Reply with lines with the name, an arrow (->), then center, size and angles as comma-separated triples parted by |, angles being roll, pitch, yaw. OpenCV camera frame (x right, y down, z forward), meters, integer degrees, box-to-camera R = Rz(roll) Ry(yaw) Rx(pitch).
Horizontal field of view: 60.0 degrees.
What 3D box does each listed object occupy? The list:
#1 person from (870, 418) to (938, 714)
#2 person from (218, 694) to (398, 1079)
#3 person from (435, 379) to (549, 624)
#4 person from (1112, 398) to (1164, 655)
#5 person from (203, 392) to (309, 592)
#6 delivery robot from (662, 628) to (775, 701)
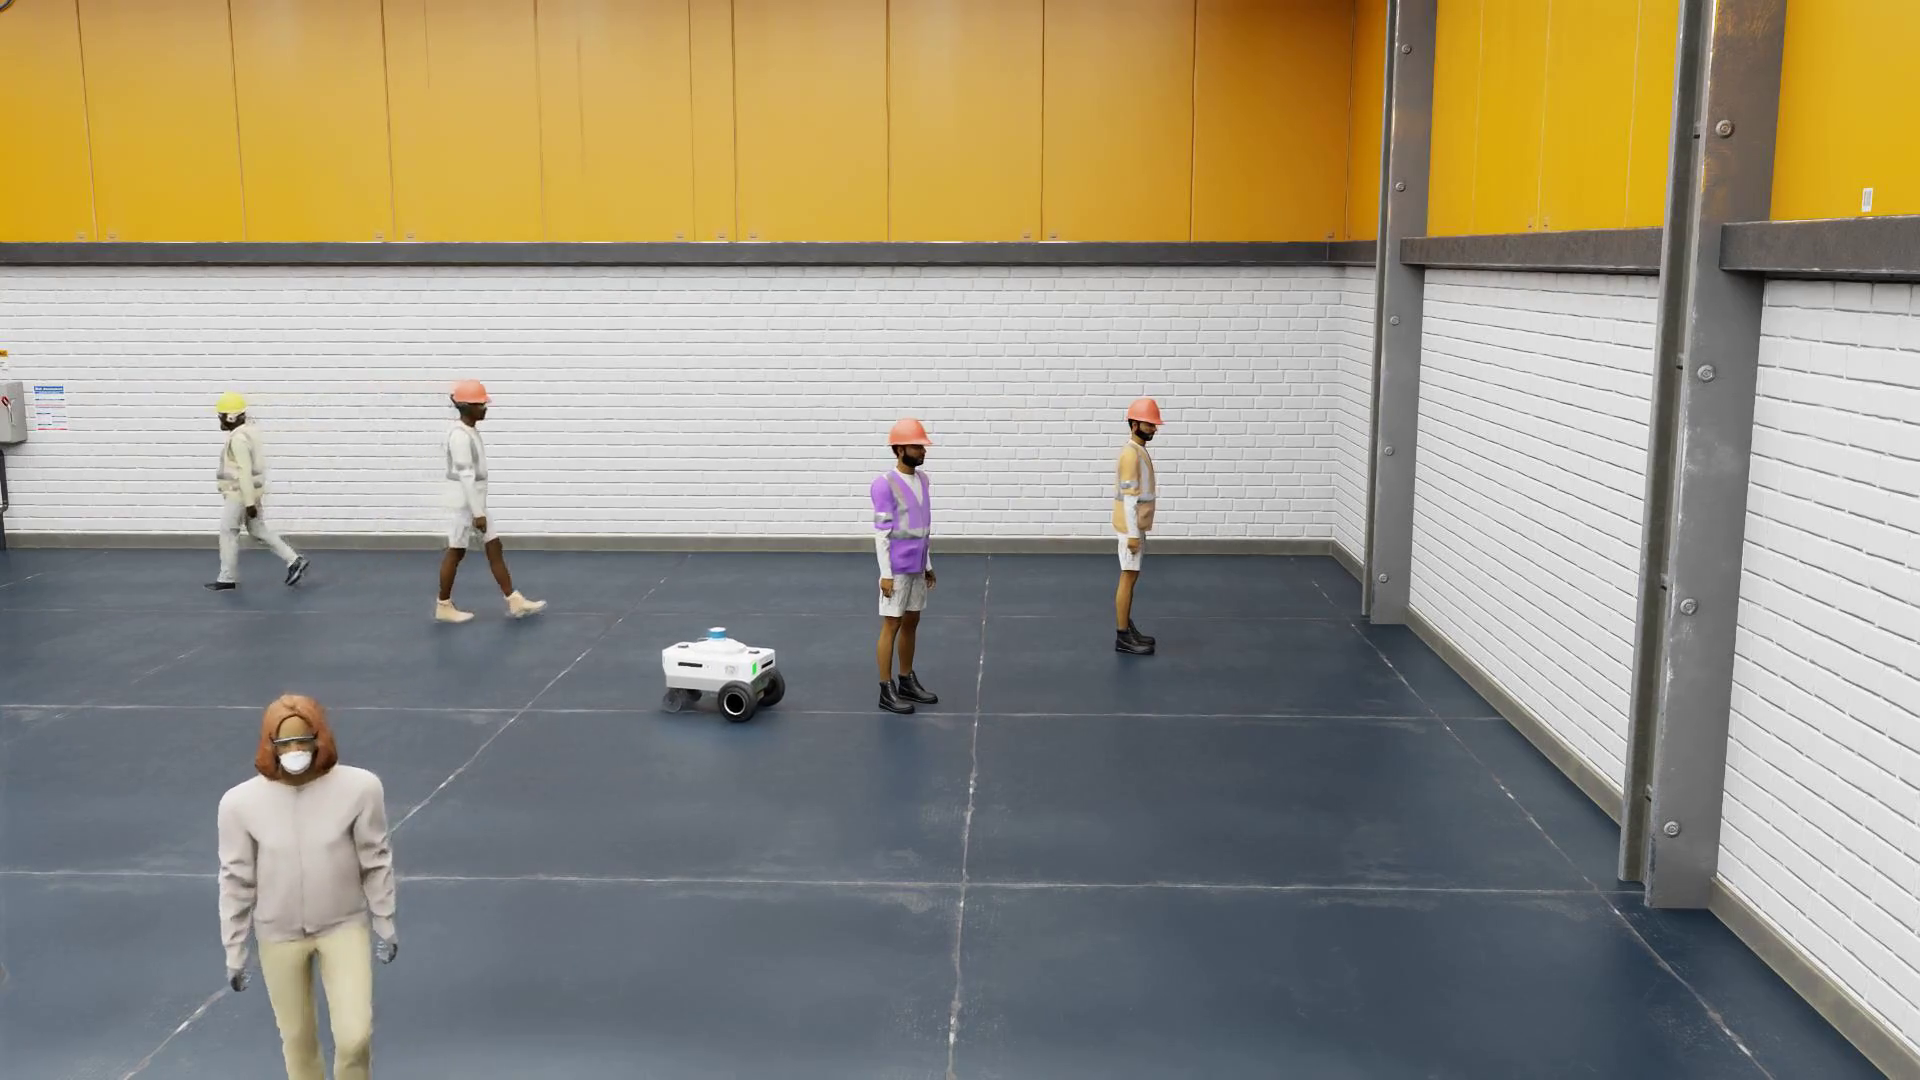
person -> -0.348, 0.161, 10.986 | 0.356, 1.942, 0.543 | 6, 12, 33
person -> -2.071, 1.289, 5.301 | 0.524, 1.620, 0.425 | -3, 10, -17
person -> -3.849, -0.296, 13.486 | 0.997, 1.995, 0.629 | -1, 10, -5
person -> 1.348, -0.111, 12.603 | 0.376, 1.934, 0.546 | 2, 10, 12
person -> -6.349, -0.434, 14.892 | 0.826, 1.803, 0.588 | -2, 10, -10
delivery robot -> -1.585, 0.819, 10.914 | 0.707, 0.478, 0.477 | 3, 10, 18
